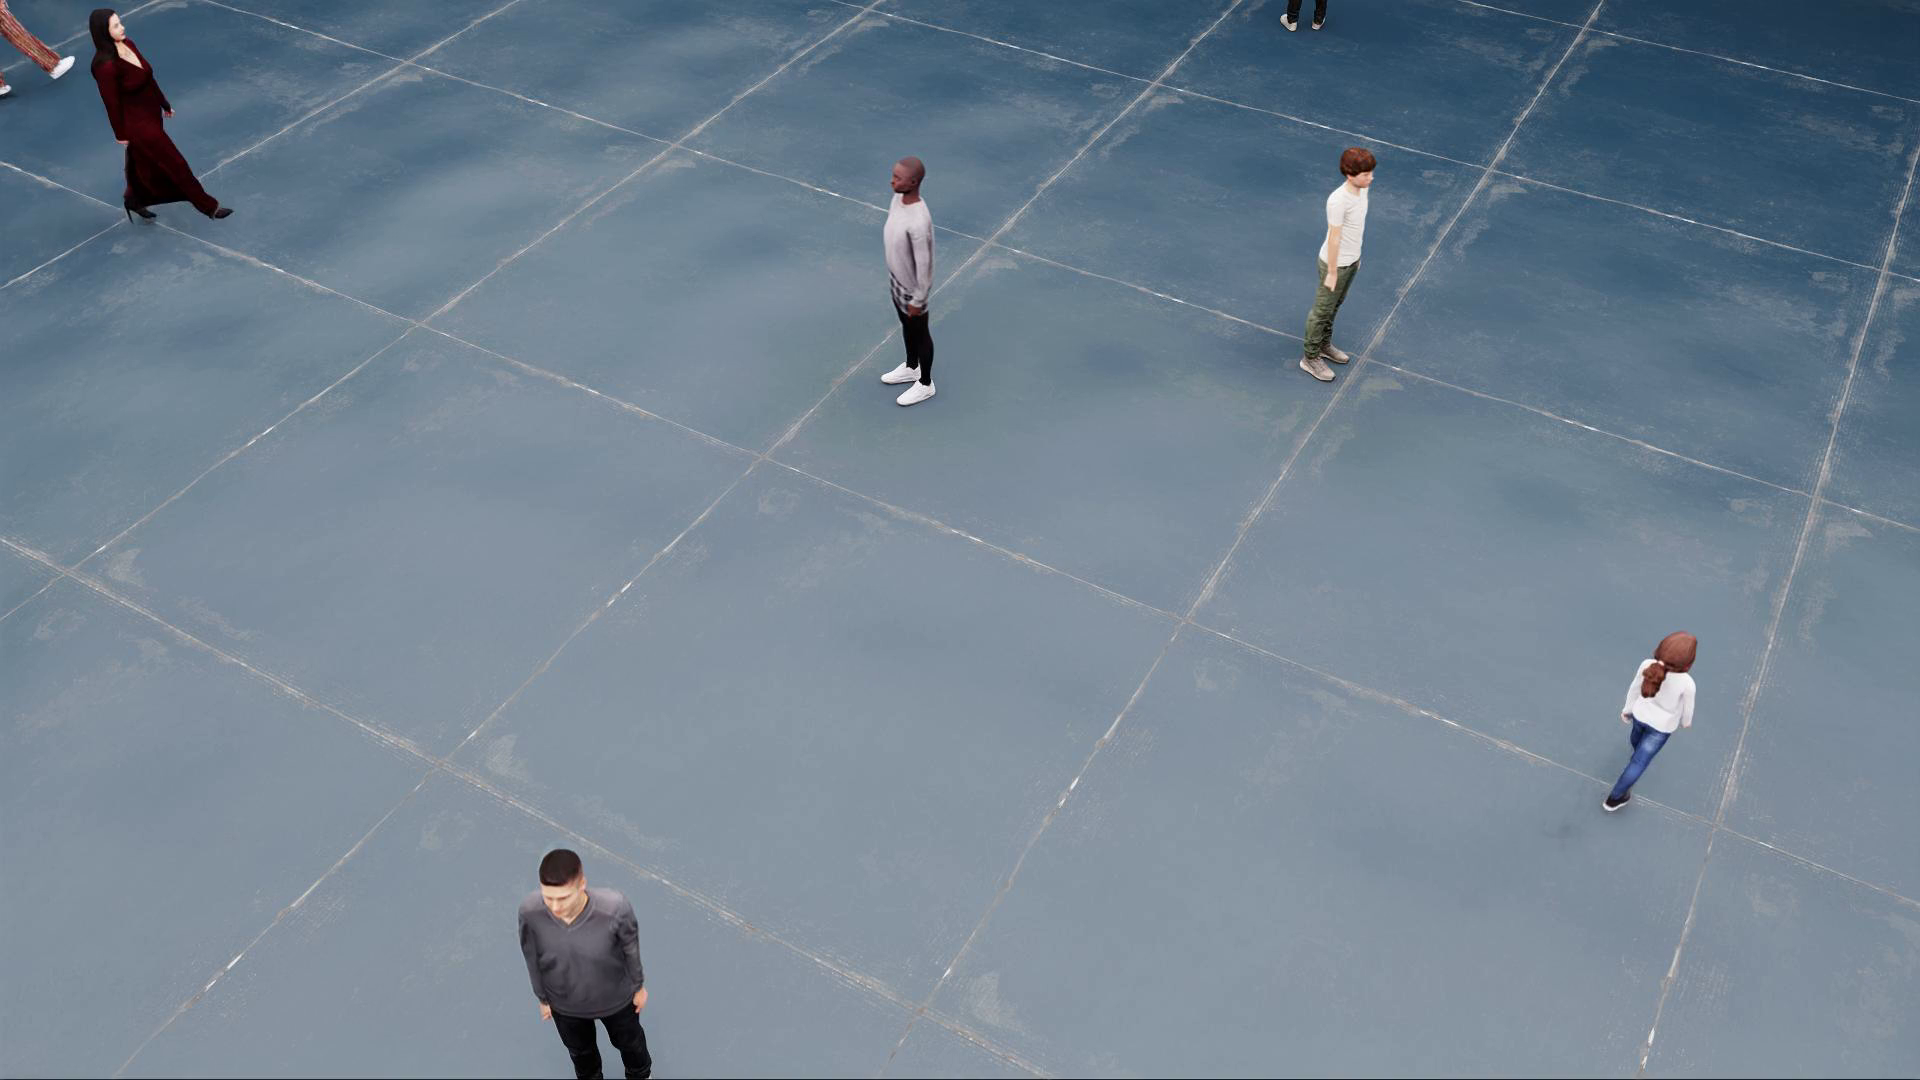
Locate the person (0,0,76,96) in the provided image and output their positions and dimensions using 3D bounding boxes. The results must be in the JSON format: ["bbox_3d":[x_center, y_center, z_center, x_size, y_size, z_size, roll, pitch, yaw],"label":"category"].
[{"bbox_3d":[-8.291,-4.440,13.985,1.096,1.521,0.737,-34,52,-31],"label":"person"}]

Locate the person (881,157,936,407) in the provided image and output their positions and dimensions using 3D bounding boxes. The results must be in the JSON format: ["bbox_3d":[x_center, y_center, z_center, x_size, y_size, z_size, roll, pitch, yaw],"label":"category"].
[{"bbox_3d":[-0.304,-1.682,10.762,0.729,1.771,0.694,-15,44,-16],"label":"person"}]

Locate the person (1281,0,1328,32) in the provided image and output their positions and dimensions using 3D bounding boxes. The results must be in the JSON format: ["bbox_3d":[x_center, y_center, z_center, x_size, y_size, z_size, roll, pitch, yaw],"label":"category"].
[{"bbox_3d":[3.185,-5.458,14.930,0.717,1.756,0.716,-1,42,-1],"label":"person"}]

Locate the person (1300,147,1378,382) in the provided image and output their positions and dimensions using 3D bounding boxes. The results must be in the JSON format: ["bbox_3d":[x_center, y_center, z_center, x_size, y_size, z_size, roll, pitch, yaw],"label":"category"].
[{"bbox_3d":[2.512,-1.853,11.036,0.642,1.655,0.489,26,48,26],"label":"person"}]

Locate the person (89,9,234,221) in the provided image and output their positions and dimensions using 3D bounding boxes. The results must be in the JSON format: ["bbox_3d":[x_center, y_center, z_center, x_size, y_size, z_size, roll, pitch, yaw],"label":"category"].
[{"bbox_3d":[-6.187,-3.085,12.356,1.105,1.703,1.128,-3,42,-3],"label":"person"}]

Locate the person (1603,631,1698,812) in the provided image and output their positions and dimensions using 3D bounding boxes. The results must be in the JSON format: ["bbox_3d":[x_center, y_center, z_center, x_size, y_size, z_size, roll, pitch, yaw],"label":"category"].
[{"bbox_3d":[3.482,0.923,8.403,0.853,1.085,0.630,-29,49,-28],"label":"person"}]

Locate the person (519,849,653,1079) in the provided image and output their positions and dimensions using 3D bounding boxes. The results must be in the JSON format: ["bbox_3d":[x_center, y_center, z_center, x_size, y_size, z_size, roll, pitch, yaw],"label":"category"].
[{"bbox_3d":[-1.521,1.853,6.876,0.695,1.760,0.715,-4,42,-4],"label":"person"}]
